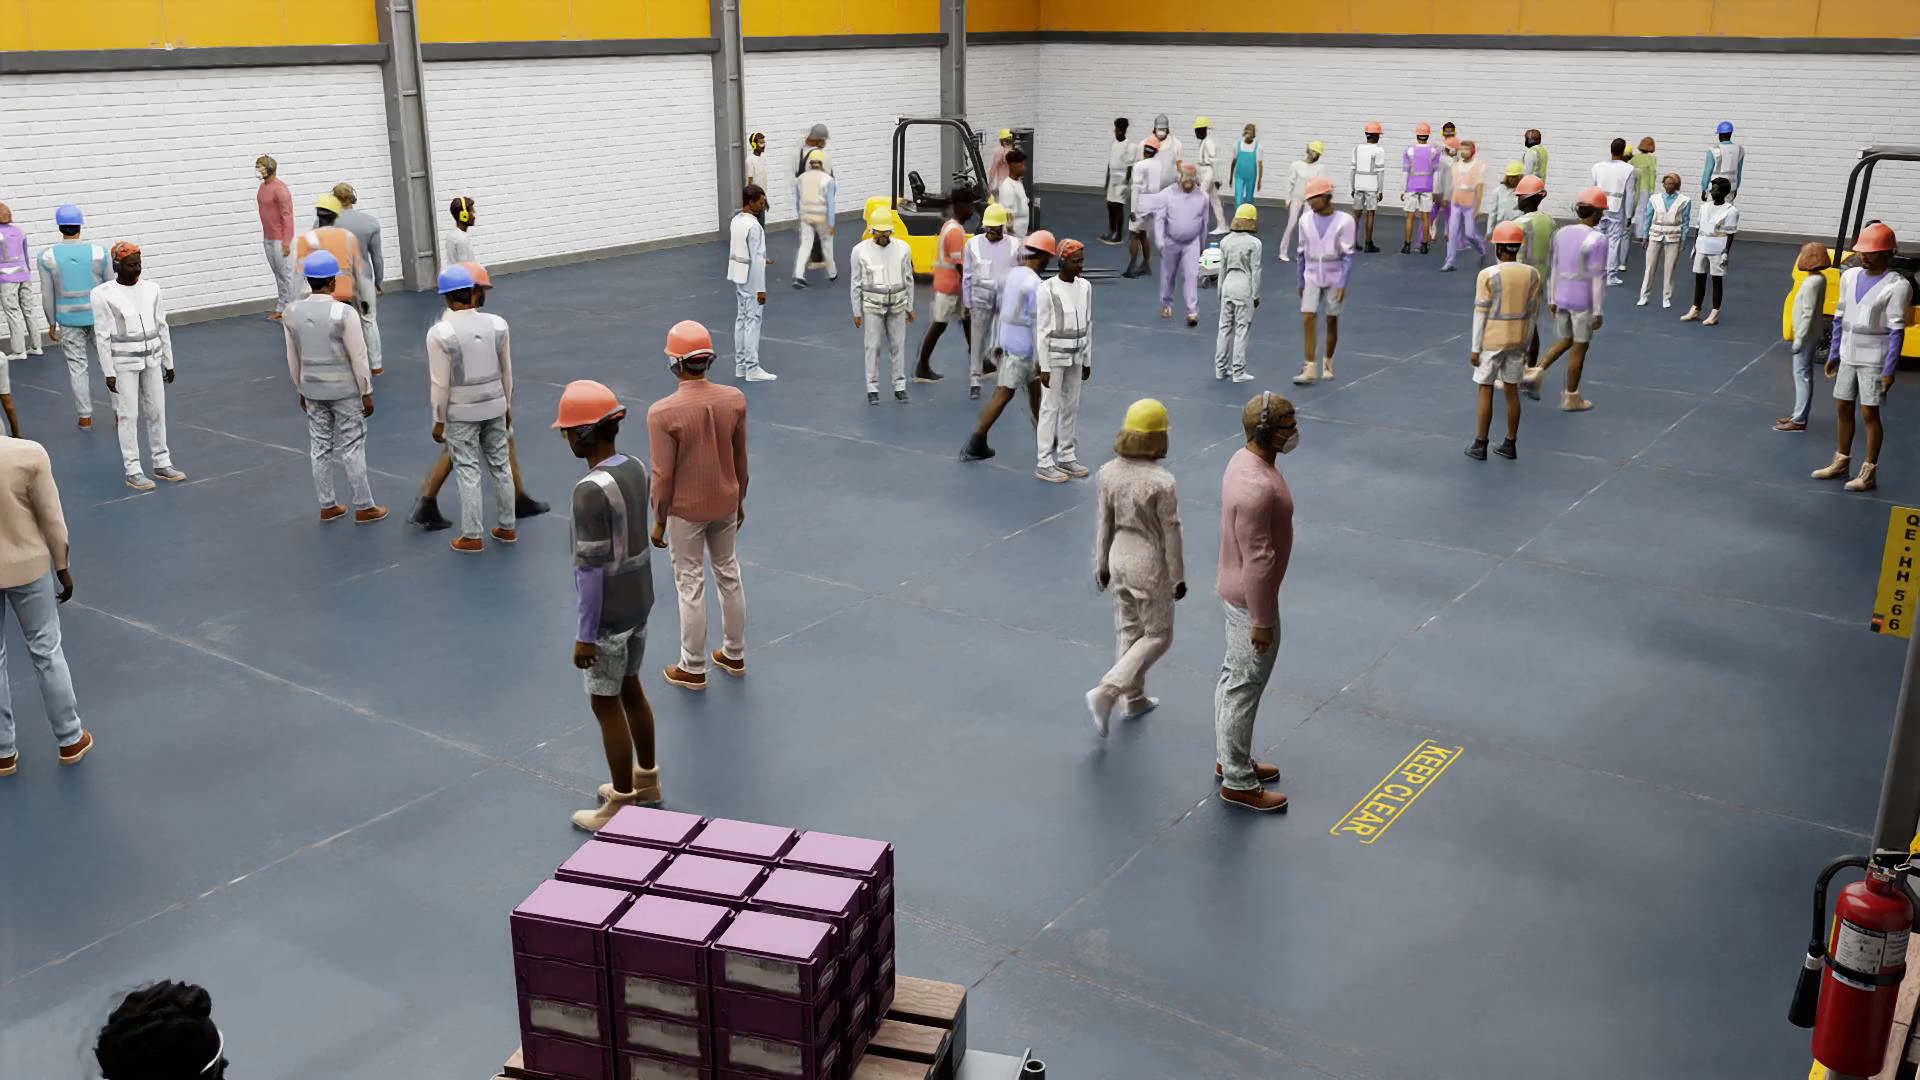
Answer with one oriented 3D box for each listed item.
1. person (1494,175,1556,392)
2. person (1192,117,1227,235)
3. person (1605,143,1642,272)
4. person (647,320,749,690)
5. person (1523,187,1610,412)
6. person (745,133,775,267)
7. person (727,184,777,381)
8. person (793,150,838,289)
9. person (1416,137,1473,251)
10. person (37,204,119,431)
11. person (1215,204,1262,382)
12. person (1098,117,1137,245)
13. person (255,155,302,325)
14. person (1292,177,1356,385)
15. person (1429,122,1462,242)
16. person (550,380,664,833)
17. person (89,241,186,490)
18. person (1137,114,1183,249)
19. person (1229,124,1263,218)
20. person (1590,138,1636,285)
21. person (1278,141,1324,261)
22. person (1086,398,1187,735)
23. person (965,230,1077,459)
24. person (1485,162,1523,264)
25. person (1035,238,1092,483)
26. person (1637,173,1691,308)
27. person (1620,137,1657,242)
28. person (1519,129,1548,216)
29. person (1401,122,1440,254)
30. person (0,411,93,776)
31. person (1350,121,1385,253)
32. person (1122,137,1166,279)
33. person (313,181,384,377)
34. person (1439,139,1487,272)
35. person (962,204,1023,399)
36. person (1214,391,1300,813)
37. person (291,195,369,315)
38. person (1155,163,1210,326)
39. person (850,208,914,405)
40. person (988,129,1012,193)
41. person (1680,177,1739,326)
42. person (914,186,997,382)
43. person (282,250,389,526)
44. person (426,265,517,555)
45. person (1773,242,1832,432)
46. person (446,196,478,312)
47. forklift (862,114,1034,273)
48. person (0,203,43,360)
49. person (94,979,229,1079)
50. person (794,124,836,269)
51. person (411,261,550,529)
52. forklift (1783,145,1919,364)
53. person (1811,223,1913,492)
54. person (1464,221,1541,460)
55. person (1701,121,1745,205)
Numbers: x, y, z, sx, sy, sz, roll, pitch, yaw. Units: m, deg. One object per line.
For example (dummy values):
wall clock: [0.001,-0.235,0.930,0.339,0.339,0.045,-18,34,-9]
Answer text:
person: [5.375,-2.450,15.916,0.615,2.041,0.392,-14,22,-37]
person: [3.899,-5.860,26.850,0.972,1.868,0.609,0,18,0]
person: [9.169,-4.620,23.147,0.525,1.772,0.300,0,18,-1]
person: [-1.394,-0.181,8.896,0.611,1.995,0.375,-17,24,-42]
person: [5.527,-2.147,14.996,0.579,2.029,0.627,-6,19,-19]
person: [-2.859,-4.851,23.706,0.328,1.872,0.515,5,18,14]
person: [-2.075,-2.527,16.370,0.384,1.910,0.594,-9,20,-26]
person: [-1.904,-4.211,21.866,0.632,1.779,0.950,7,19,21]
person: [7.356,-5.218,25.137,0.932,1.696,0.574,-4,18,-13]
person: [-7.589,-1.923,14.421,0.616,1.945,0.404,-9,20,-26]
person: [2.755,-2.432,16.380,0.375,1.729,0.485,-16,24,-40]
person: [2.443,-5.572,25.828,0.464,1.949,0.655,-10,21,-30]
person: [-7.926,-3.484,19.318,0.372,1.941,0.627,-16,24,-42]
person: [3.490,-2.492,16.142,0.604,1.983,0.866,9,20,26]
person: [7.624,-5.615,26.123,0.505,1.859,0.331,1,18,4]
person: [-1.561,0.297,7.350,0.409,2.030,0.617,3,18,9]
person: [-6.271,-1.333,12.698,0.361,1.878,0.583,10,20,29]
person: [3.037,-5.450,25.305,0.684,2.000,0.536,1,18,3]
person: [4.677,-5.914,27.213,0.538,1.784,0.967,4,18,12]
person: [8.616,-4.345,22.046,0.596,1.915,0.380,16,24,41]
person: [4.980,-4.913,24.163,0.578,1.717,0.344,-2,18,-7]
person: [0.853,0.149,8.305,0.614,1.722,0.503,-15,23,-38]
person: [0.467,-1.582,13.522,1.026,1.855,0.622,-6,19,-19]
person: [6.883,-3.873,20.889,0.493,1.726,0.482,11,21,30]
person: [0.804,-1.385,12.864,0.568,1.878,0.351,-15,23,-39]
person: [8.639,-3.671,20.392,0.520,1.636,0.312,10,20,28]
person: [10.674,-5.487,26.114,0.408,1.638,0.525,-9,20,-26]
person: [8.540,-5.228,24.959,0.429,1.830,0.638,13,22,35]
person: [6.850,-5.244,24.818,0.542,1.943,0.348,3,18,8]
person: [-4.538,0.150,7.876,0.608,1.987,0.388,-8,19,-23]
person: [6.135,-5.302,25.009,0.365,1.933,0.551,-16,24,-41]
person: [2.521,-4.531,22.702,0.611,1.882,0.390,-15,23,-39]
person: [-6.010,-2.560,16.454,0.622,1.932,0.368,-8,19,-24]
person: [7.067,-4.661,23.183,0.740,1.828,0.575,-14,22,-37]
person: [0.311,-2.232,15.588,0.587,1.825,0.404,-2,18,-5]
person: [1.346,0.273,7.568,0.372,1.940,0.632,2,18,5]
person: [-5.989,-2.317,15.783,0.754,1.869,0.713,12,21,33]
person: [2.571,-3.445,19.351,0.641,1.849,1.027,0,18,1]
person: [-0.709,-2.156,15.369,0.601,1.817,0.403,-6,19,-18]
person: [0.720,-5.653,26.456,0.535,1.720,0.905,-15,23,-40]
person: [8.718,-3.349,19.288,0.318,1.697,0.535,-9,20,-26]
person: [-0.008,-2.477,16.219,0.974,1.906,0.603,1,18,2]
person: [-4.411,-1.057,11.711,0.603,1.949,0.389,4,18,12]
person: [-3.258,-0.861,11.115,0.398,1.939,0.602,15,23,40]
person: [7.299,-1.748,14.383,0.279,1.632,0.502,12,21,33]
person: [-4.693,-2.316,15.802,0.340,1.861,0.514,-8,19,-22]
forklift: [-0.171,-4.594,22.377,2.313,2.155,1.214,1,18,3]
person: [-9.892,-2.696,17.356,0.312,1.631,0.508,4,18,13]
person: [-1.602,1.687,3.541,0.371,1.686,0.550,-3,18,-10]
person: [-1.986,-4.836,23.381,0.539,2.000,0.702,-14,22,-37]
person: [-3.456,-1.003,11.674,0.534,1.886,0.964,16,24,41]
forklift: [9.803,-2.879,17.013,2.313,2.155,1.214,12,21,33]
person: [6.828,-1.377,12.600,0.449,2.030,0.622,-5,18,-15]
person: [4.380,-1.609,13.486,0.544,1.928,0.409,-4,18,-13]
person: [11.402,-5.284,24.953,0.605,1.939,0.417,-2,18,-7]
